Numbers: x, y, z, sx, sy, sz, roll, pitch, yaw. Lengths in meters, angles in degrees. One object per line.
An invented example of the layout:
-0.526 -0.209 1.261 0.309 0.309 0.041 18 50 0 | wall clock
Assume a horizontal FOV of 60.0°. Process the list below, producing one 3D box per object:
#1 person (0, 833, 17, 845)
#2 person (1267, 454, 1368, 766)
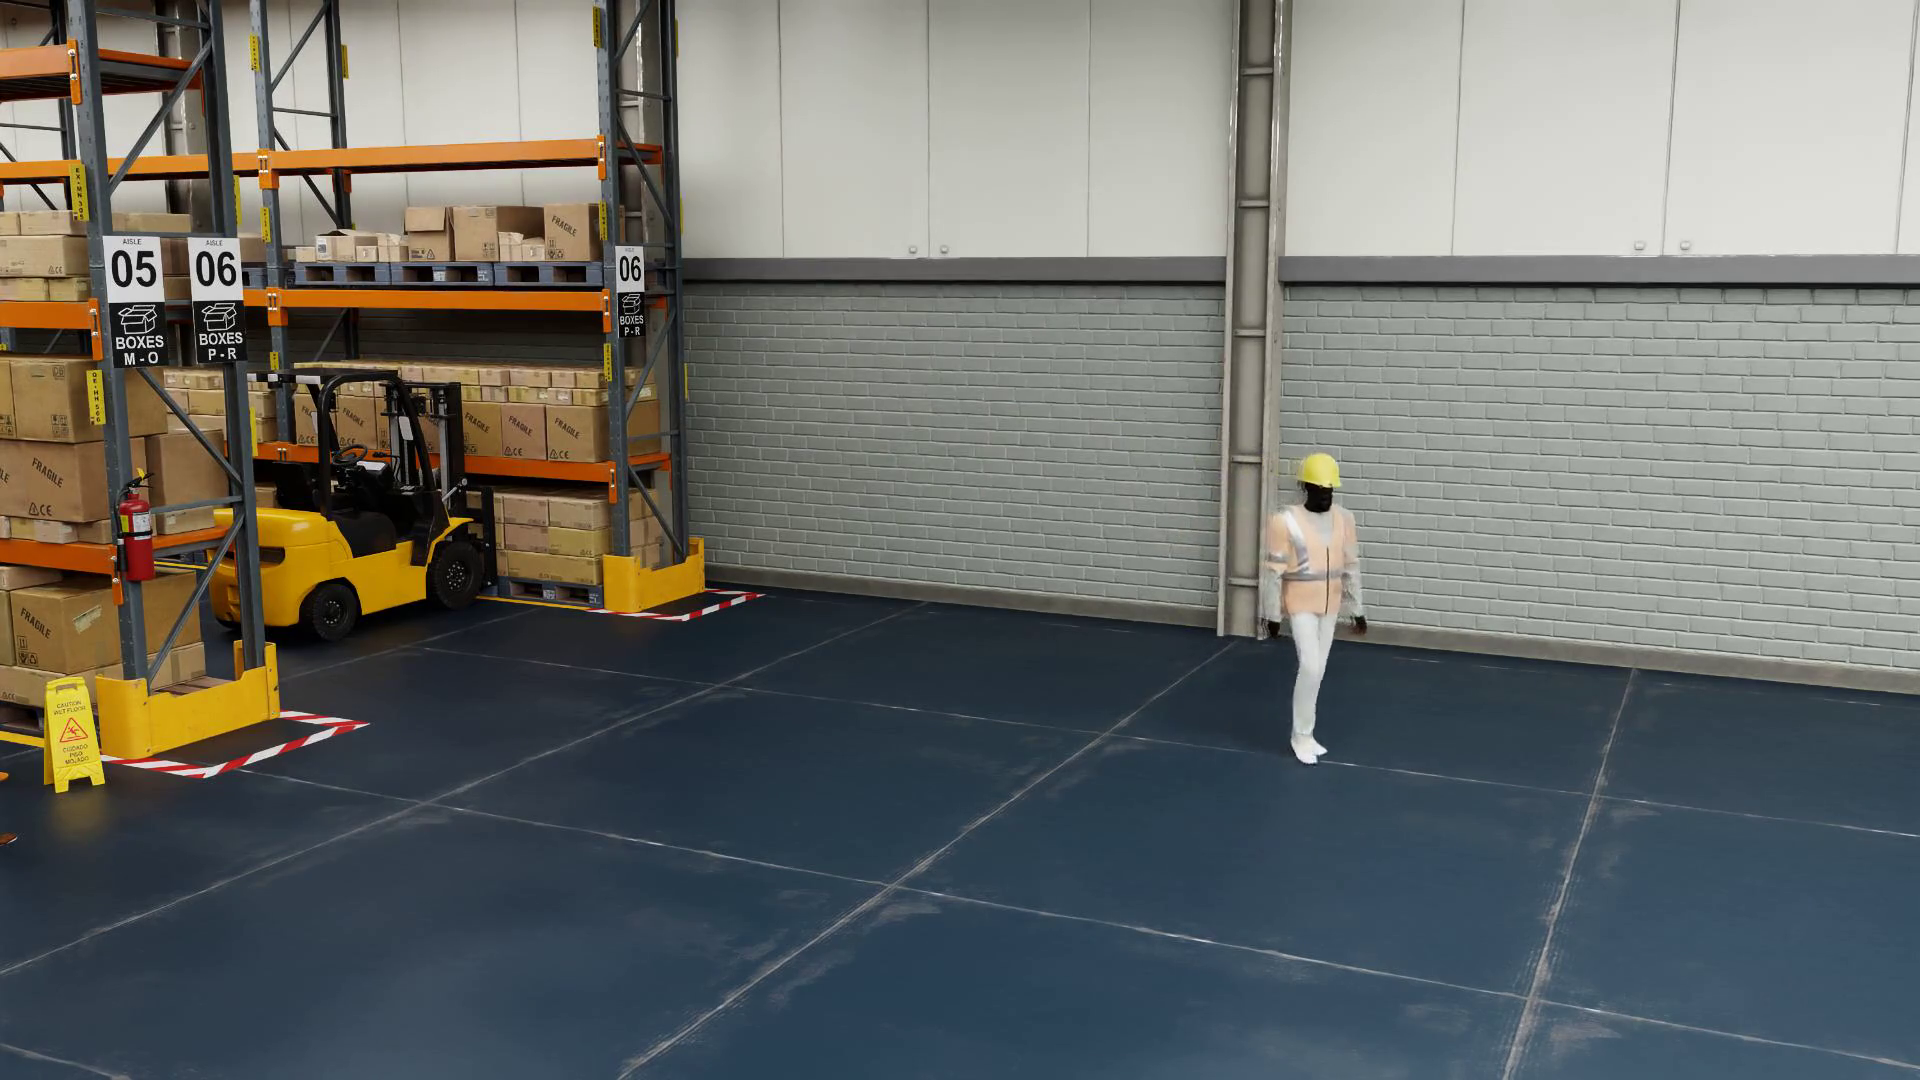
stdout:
-5.244 0.816 8.666 0.509 1.632 0.267 2 10 13 | person
2.232 0.423 10.243 0.600 1.908 0.629 -5 10 -27 | person
